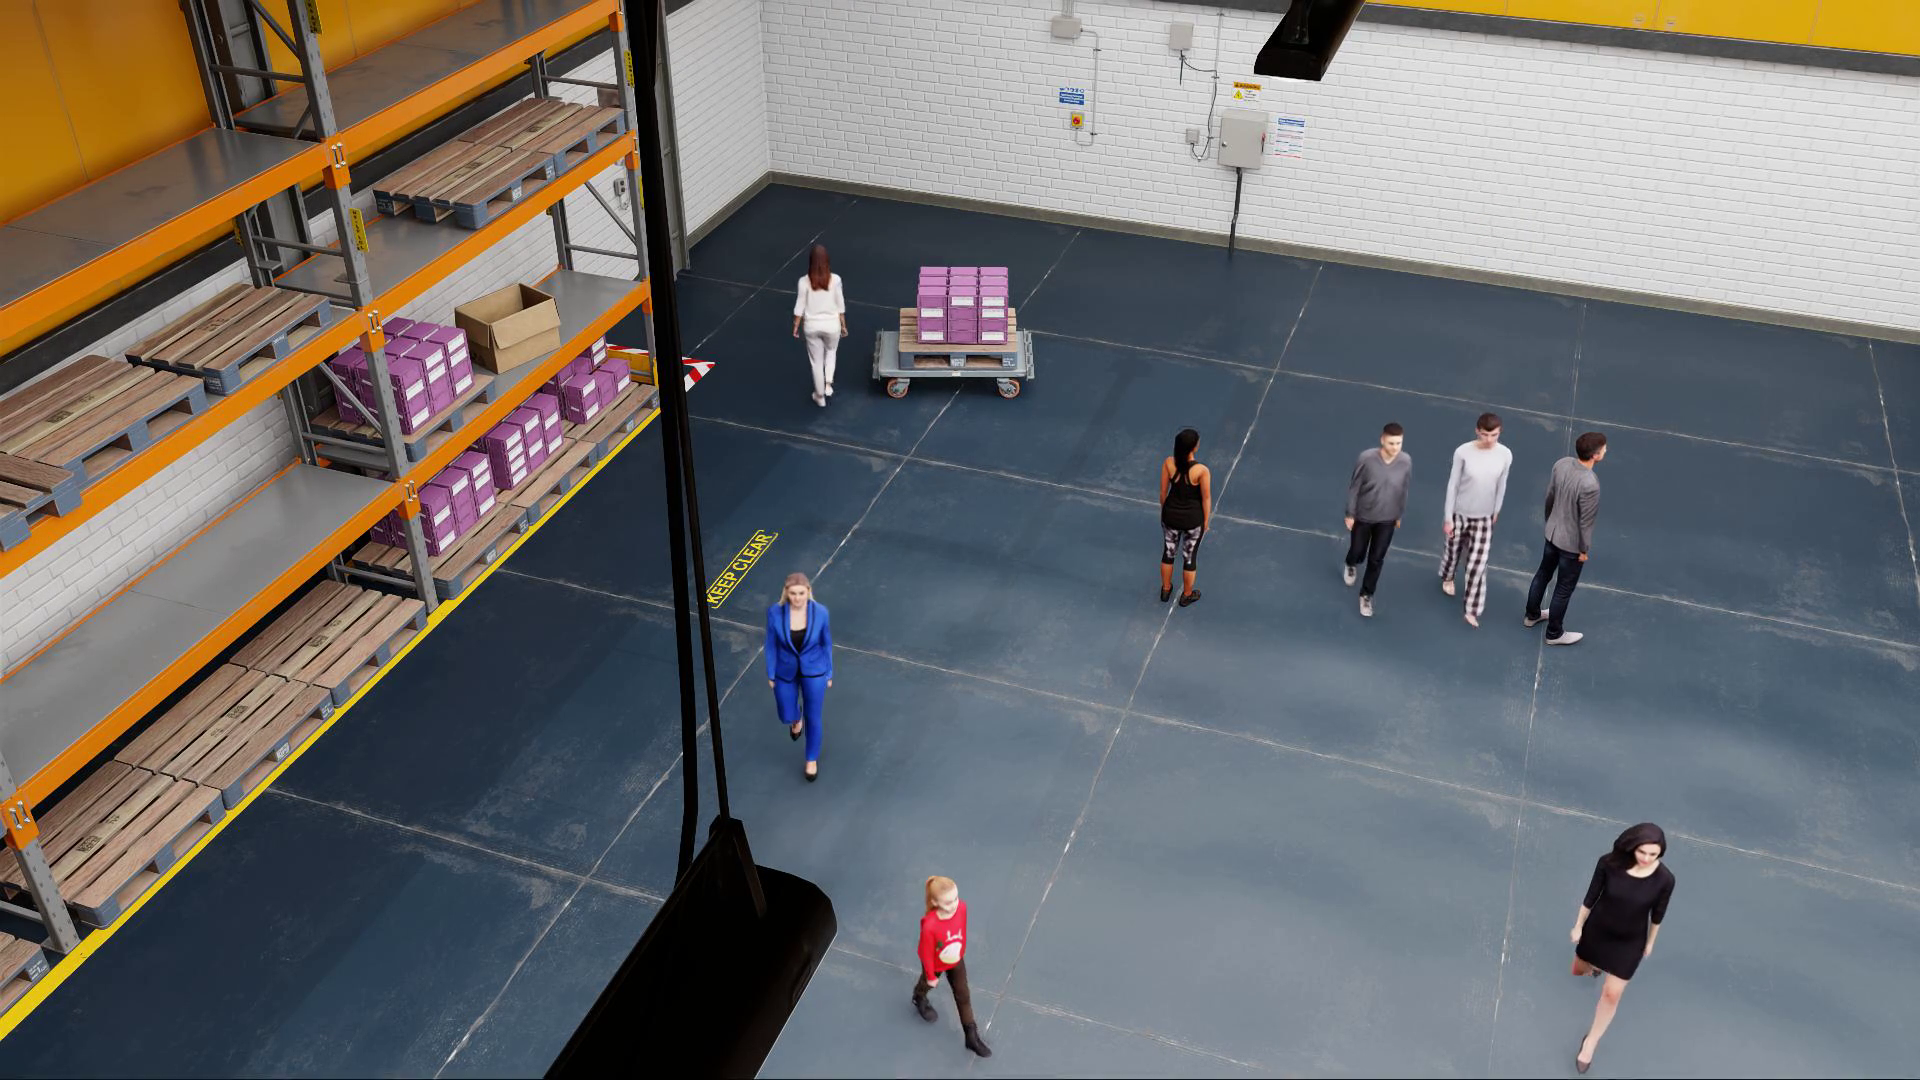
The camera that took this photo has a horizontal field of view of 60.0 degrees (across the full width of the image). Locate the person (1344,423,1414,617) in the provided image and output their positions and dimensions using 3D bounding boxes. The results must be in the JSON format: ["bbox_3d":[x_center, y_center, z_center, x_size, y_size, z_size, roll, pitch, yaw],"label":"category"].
[{"bbox_3d":[3.389,-0.239,13.640,0.780,1.752,0.934,0,34,0],"label":"person"}]

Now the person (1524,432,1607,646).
[{"bbox_3d":[4.834,-0.031,13.219,0.840,1.873,0.756,-11,35,-16],"label":"person"}]

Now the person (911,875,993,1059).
[{"bbox_3d":[-0.138,2.490,9.988,0.917,1.250,0.872,-23,40,-30],"label":"person"}]

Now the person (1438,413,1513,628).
[{"bbox_3d":[4.160,-0.270,13.634,0.796,1.811,1.179,5,34,7],"label":"person"}]

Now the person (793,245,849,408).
[{"bbox_3d":[-1.342,-2.093,16.499,0.783,1.675,0.786,-10,35,-14],"label":"person"}]

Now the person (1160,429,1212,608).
[{"bbox_3d":[1.833,-0.200,13.666,0.604,1.659,0.547,17,37,23],"label":"person"}]

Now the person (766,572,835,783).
[{"bbox_3d":[-1.148,0.913,11.961,0.808,1.692,0.918,-2,34,-3],"label":"person"}]

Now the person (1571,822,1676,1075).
[{"bbox_3d":[3.849,2.302,9.789,0.717,1.783,1.046,17,37,24],"label":"person"}]
